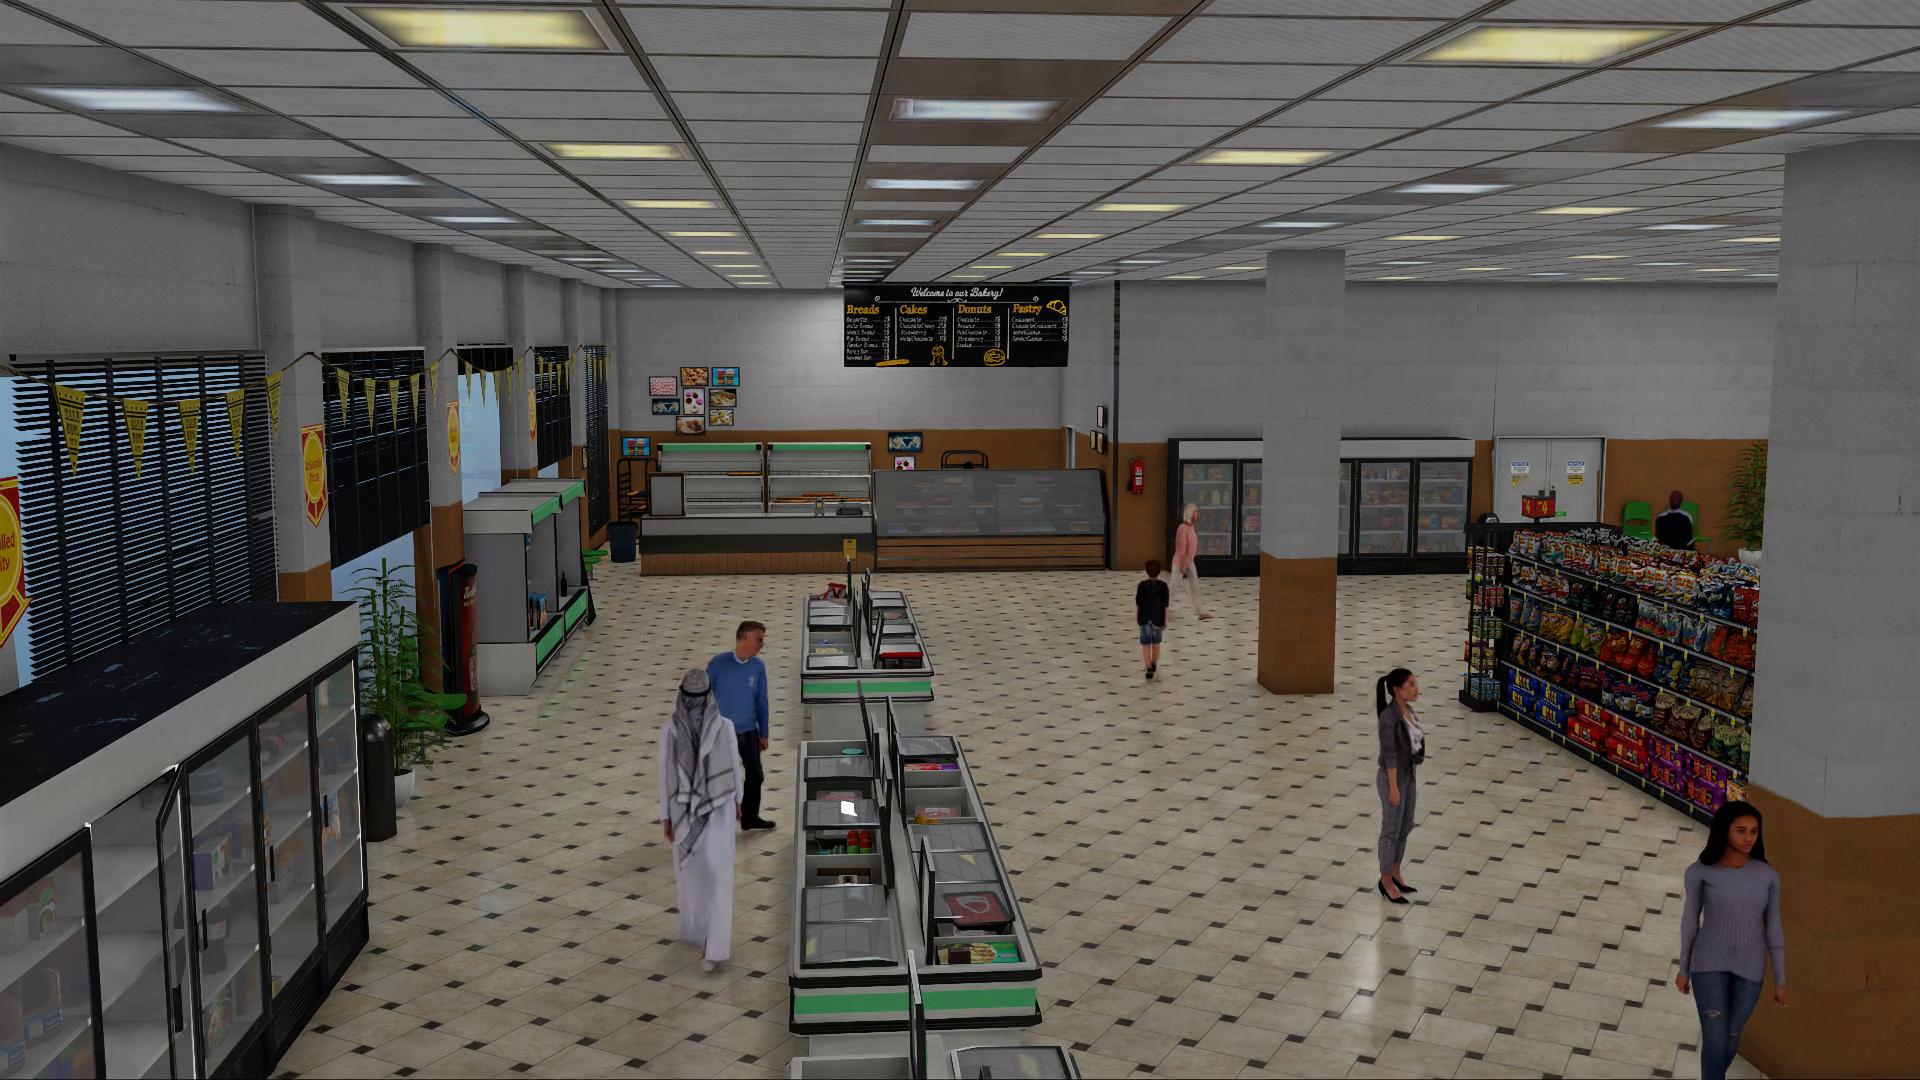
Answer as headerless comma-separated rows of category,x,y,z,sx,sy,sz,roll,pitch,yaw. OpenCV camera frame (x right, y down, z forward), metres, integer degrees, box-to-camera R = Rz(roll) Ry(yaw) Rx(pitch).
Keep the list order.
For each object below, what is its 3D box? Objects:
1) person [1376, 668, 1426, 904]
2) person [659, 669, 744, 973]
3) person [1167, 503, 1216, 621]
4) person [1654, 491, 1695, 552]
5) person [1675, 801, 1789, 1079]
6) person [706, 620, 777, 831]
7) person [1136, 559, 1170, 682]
person,3.123,1.741,11.947,0.788,1.677,0.718,5,9,36
person,-1.630,1.792,10.601,0.675,1.899,1.014,-1,7,-5
person,3.108,0.335,23.603,1.036,1.673,1.110,4,8,27
person,10.447,0.193,24.293,1.196,1.789,1.233,6,9,42
person,3.858,2.155,8.399,0.742,1.706,1.036,1,7,6
person,-1.861,1.526,13.316,0.848,1.777,0.721,-1,7,-5
person,2.239,0.960,19.527,0.605,1.409,0.959,0,7,2
